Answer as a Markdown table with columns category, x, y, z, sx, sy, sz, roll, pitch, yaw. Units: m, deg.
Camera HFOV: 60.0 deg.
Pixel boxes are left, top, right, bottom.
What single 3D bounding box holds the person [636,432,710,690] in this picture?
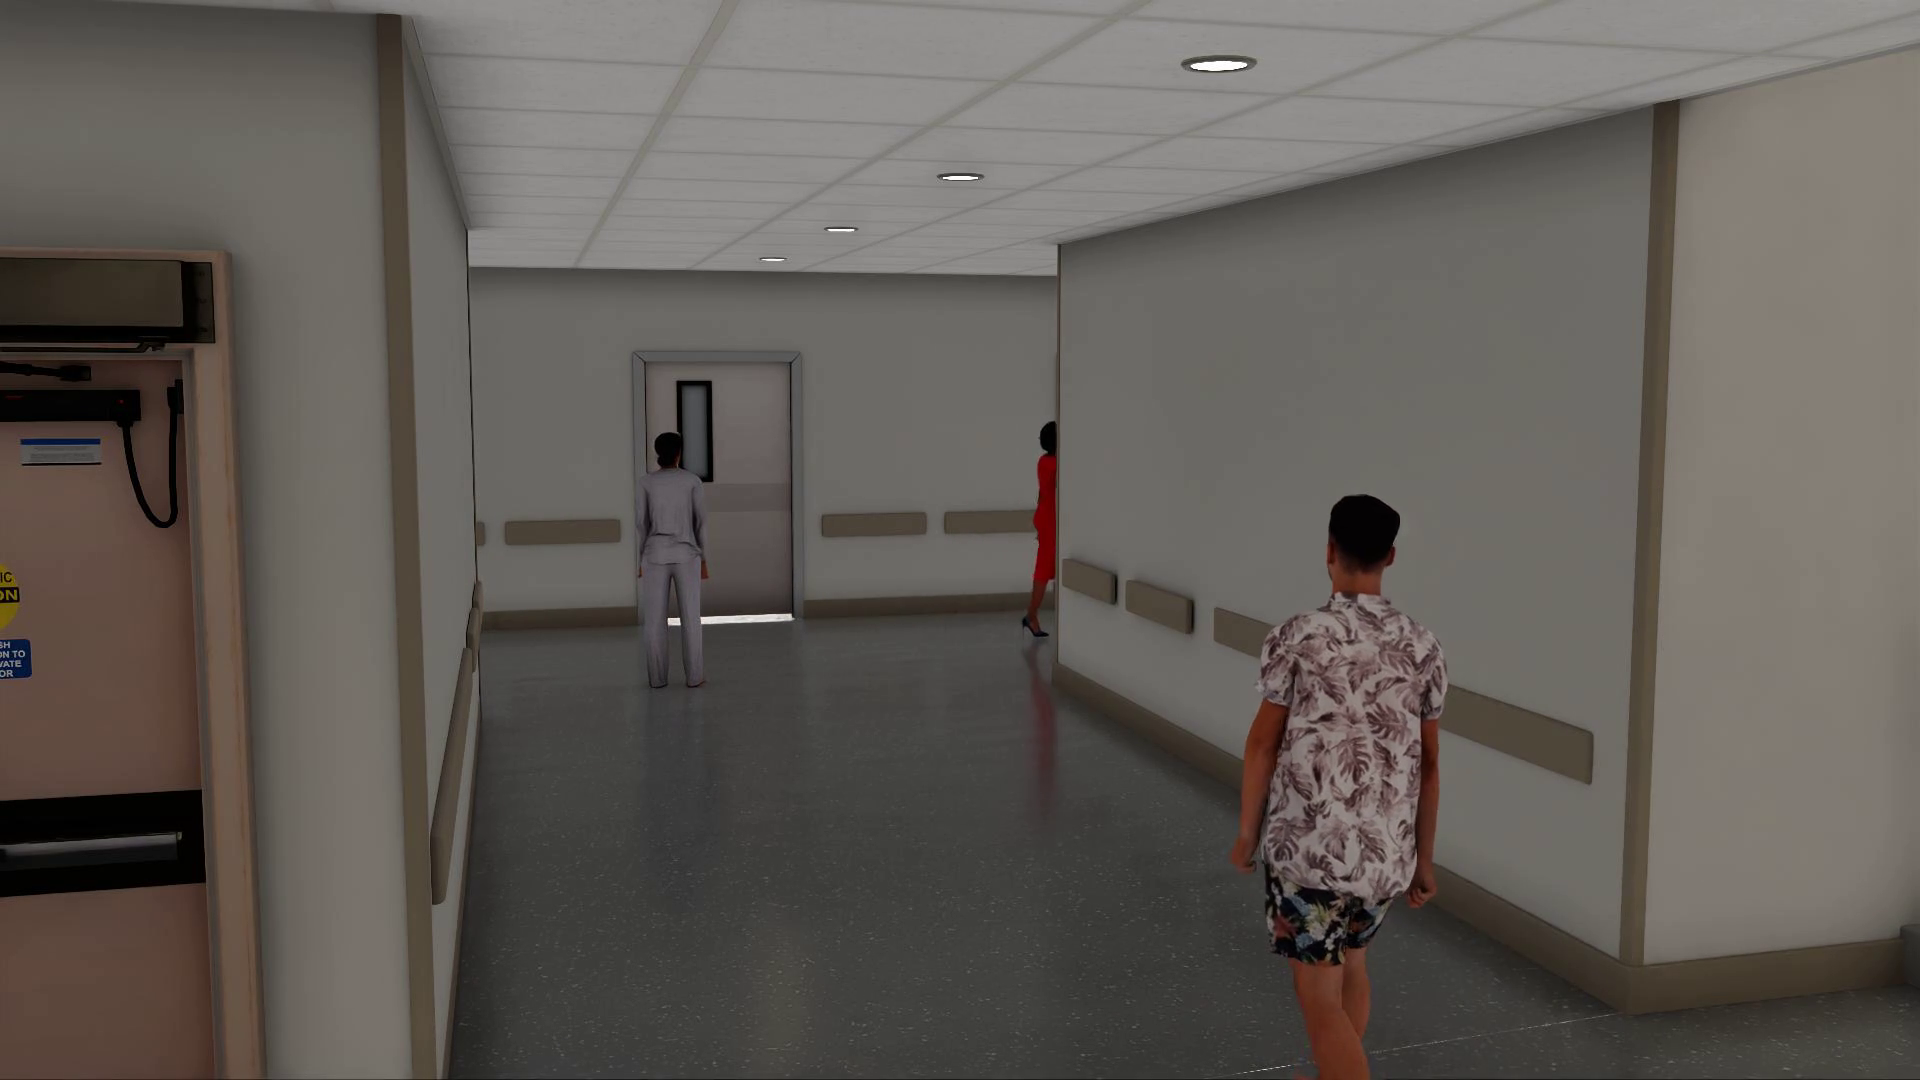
| category | x | y | z | sx | sy | sz | roll | pitch | yaw |
| --- | --- | --- | --- | --- | --- | --- | --- | --- | --- |
| person | -1.960 | 0.128 | 11.310 | 0.519 | 1.737 | 0.723 | -1 | 6 | -7 |

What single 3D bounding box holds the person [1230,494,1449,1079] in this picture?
| category | x | y | z | sx | sy | sz | roll | pitch | yaw |
| --- | --- | --- | --- | --- | --- | --- | --- | --- | --- |
| person | 1.019 | 0.802 | 4.332 | 1.043 | 1.794 | 0.775 | -1 | 6 | -12 |
